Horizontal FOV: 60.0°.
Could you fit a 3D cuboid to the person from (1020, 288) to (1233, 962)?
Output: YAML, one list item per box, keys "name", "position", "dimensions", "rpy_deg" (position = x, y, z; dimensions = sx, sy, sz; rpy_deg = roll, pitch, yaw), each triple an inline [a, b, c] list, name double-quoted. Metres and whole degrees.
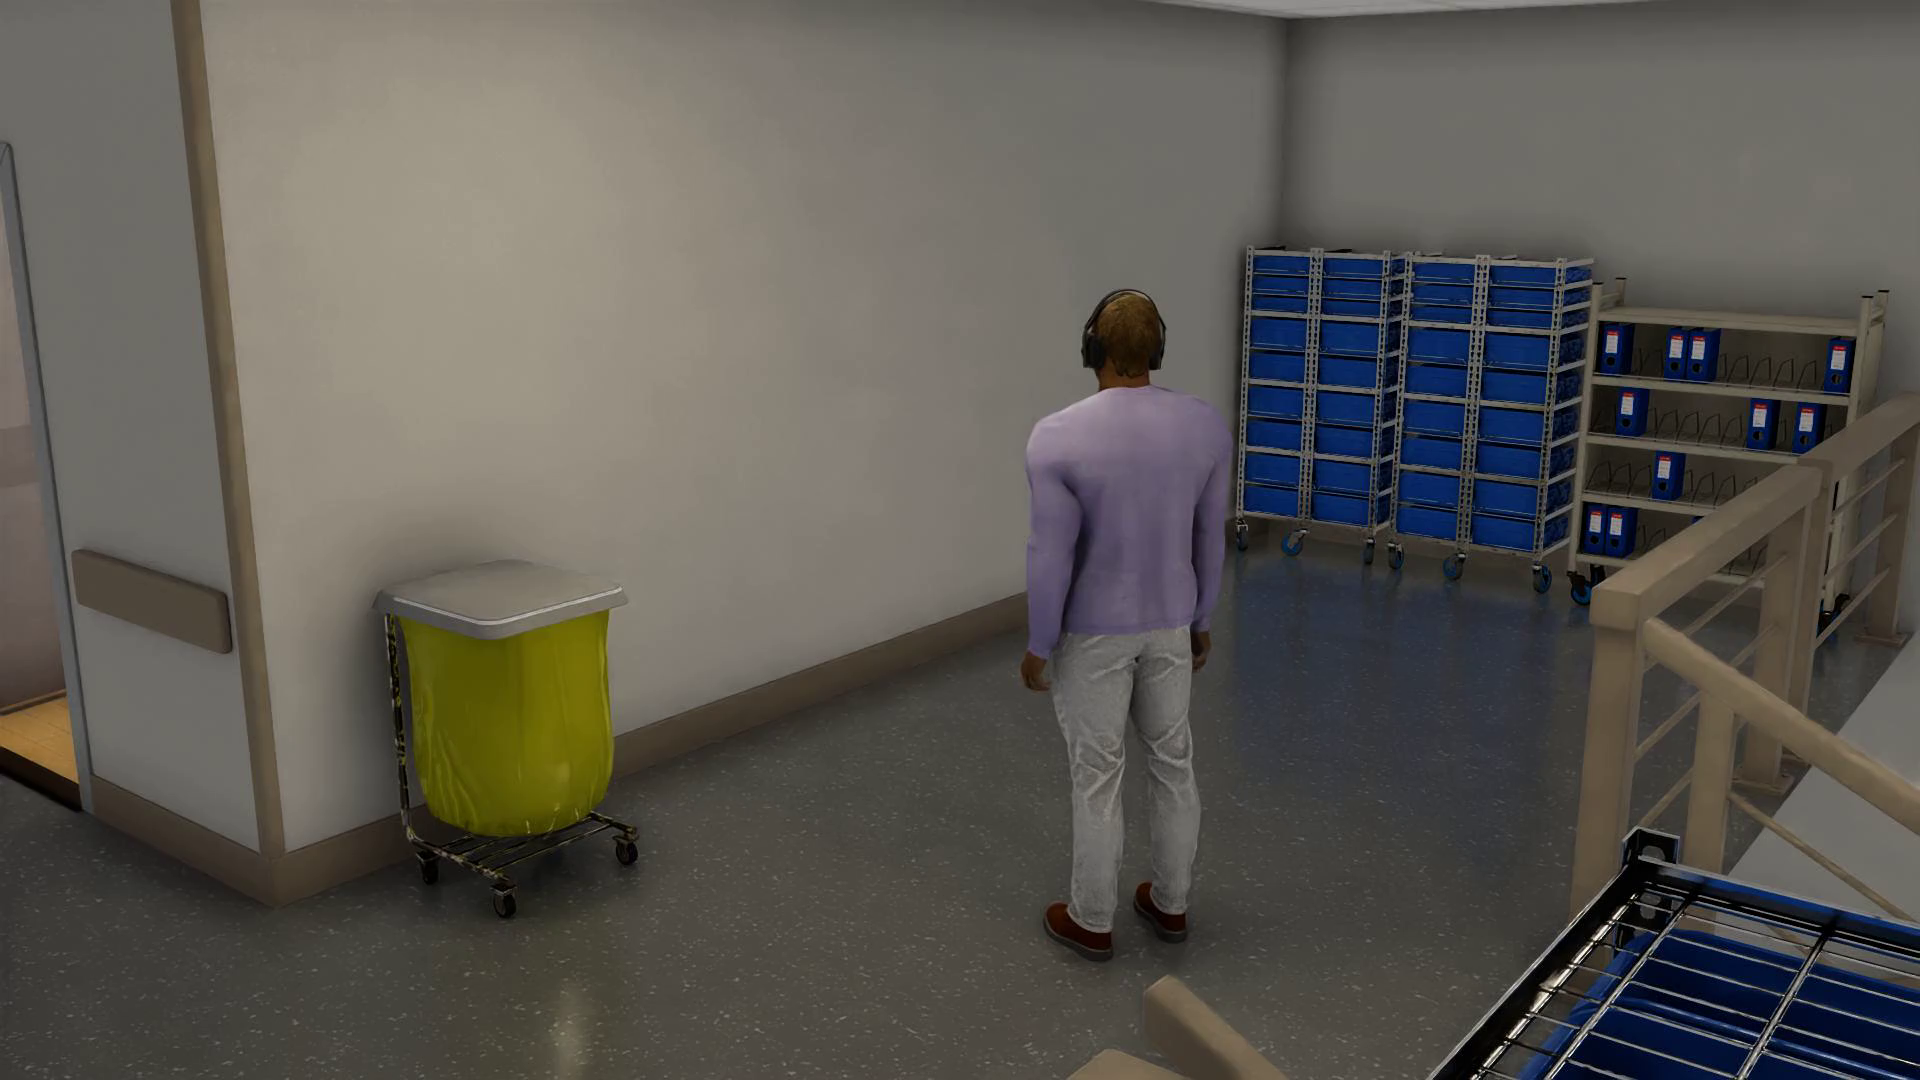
- name: "person"
  position: [0.464, 0.257, 4.766]
  dimensions: [0.627, 1.941, 0.373]
  rpy_deg: [-5, 14, -21]
